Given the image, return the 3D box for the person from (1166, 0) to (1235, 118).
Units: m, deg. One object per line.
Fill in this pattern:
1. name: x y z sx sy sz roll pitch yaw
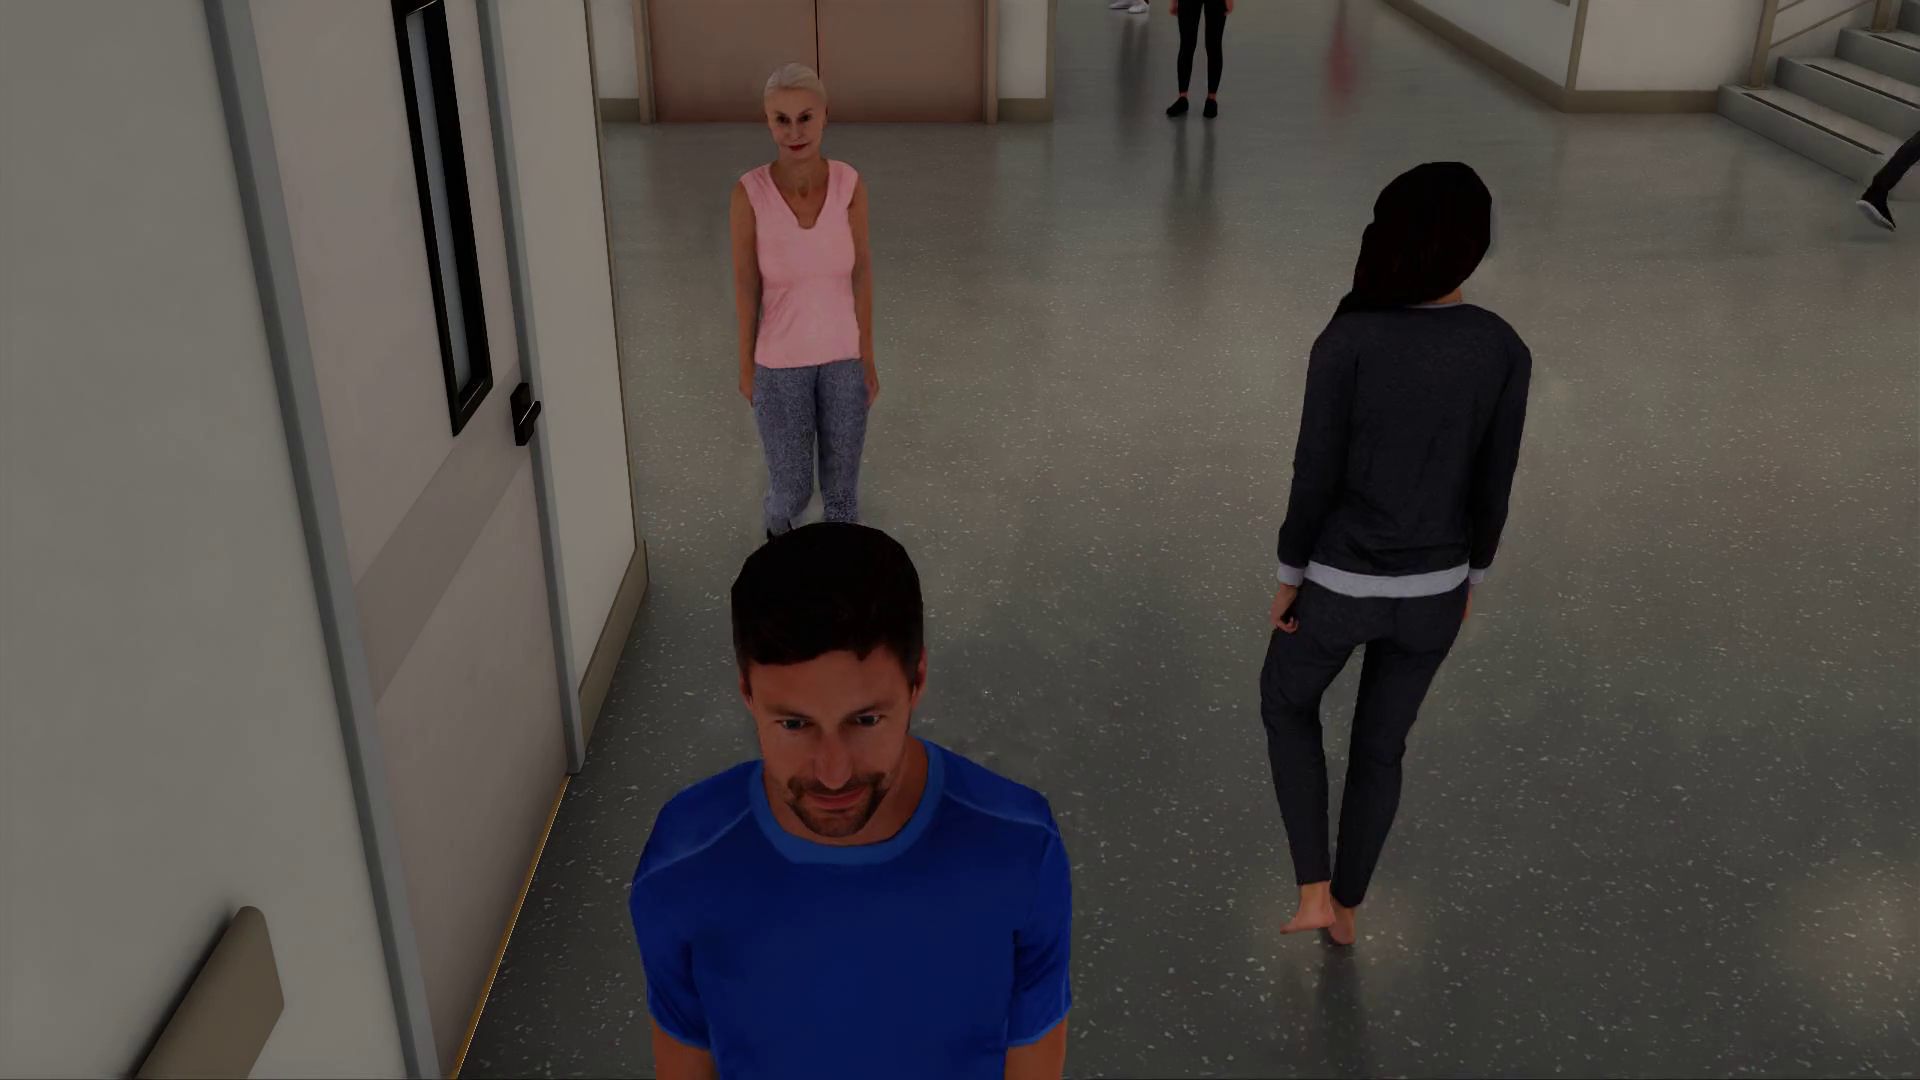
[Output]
1. person: 1.742 -3.898 11.835 0.594 1.707 0.739 9 27 18

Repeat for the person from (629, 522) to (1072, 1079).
1. person: -0.087 0.786 1.968 1.124 1.842 0.716 -2 26 -4

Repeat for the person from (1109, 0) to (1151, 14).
1. person: 1.765 -6.166 16.451 0.723 1.784 0.718 -12 28 -23

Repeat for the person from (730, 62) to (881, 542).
1. person: -0.455 -0.526 4.840 0.777 1.710 0.747 -8 27 -17

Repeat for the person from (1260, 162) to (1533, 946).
1. person: 0.888 0.131 3.426 0.634 1.754 0.693 -2 26 -5
